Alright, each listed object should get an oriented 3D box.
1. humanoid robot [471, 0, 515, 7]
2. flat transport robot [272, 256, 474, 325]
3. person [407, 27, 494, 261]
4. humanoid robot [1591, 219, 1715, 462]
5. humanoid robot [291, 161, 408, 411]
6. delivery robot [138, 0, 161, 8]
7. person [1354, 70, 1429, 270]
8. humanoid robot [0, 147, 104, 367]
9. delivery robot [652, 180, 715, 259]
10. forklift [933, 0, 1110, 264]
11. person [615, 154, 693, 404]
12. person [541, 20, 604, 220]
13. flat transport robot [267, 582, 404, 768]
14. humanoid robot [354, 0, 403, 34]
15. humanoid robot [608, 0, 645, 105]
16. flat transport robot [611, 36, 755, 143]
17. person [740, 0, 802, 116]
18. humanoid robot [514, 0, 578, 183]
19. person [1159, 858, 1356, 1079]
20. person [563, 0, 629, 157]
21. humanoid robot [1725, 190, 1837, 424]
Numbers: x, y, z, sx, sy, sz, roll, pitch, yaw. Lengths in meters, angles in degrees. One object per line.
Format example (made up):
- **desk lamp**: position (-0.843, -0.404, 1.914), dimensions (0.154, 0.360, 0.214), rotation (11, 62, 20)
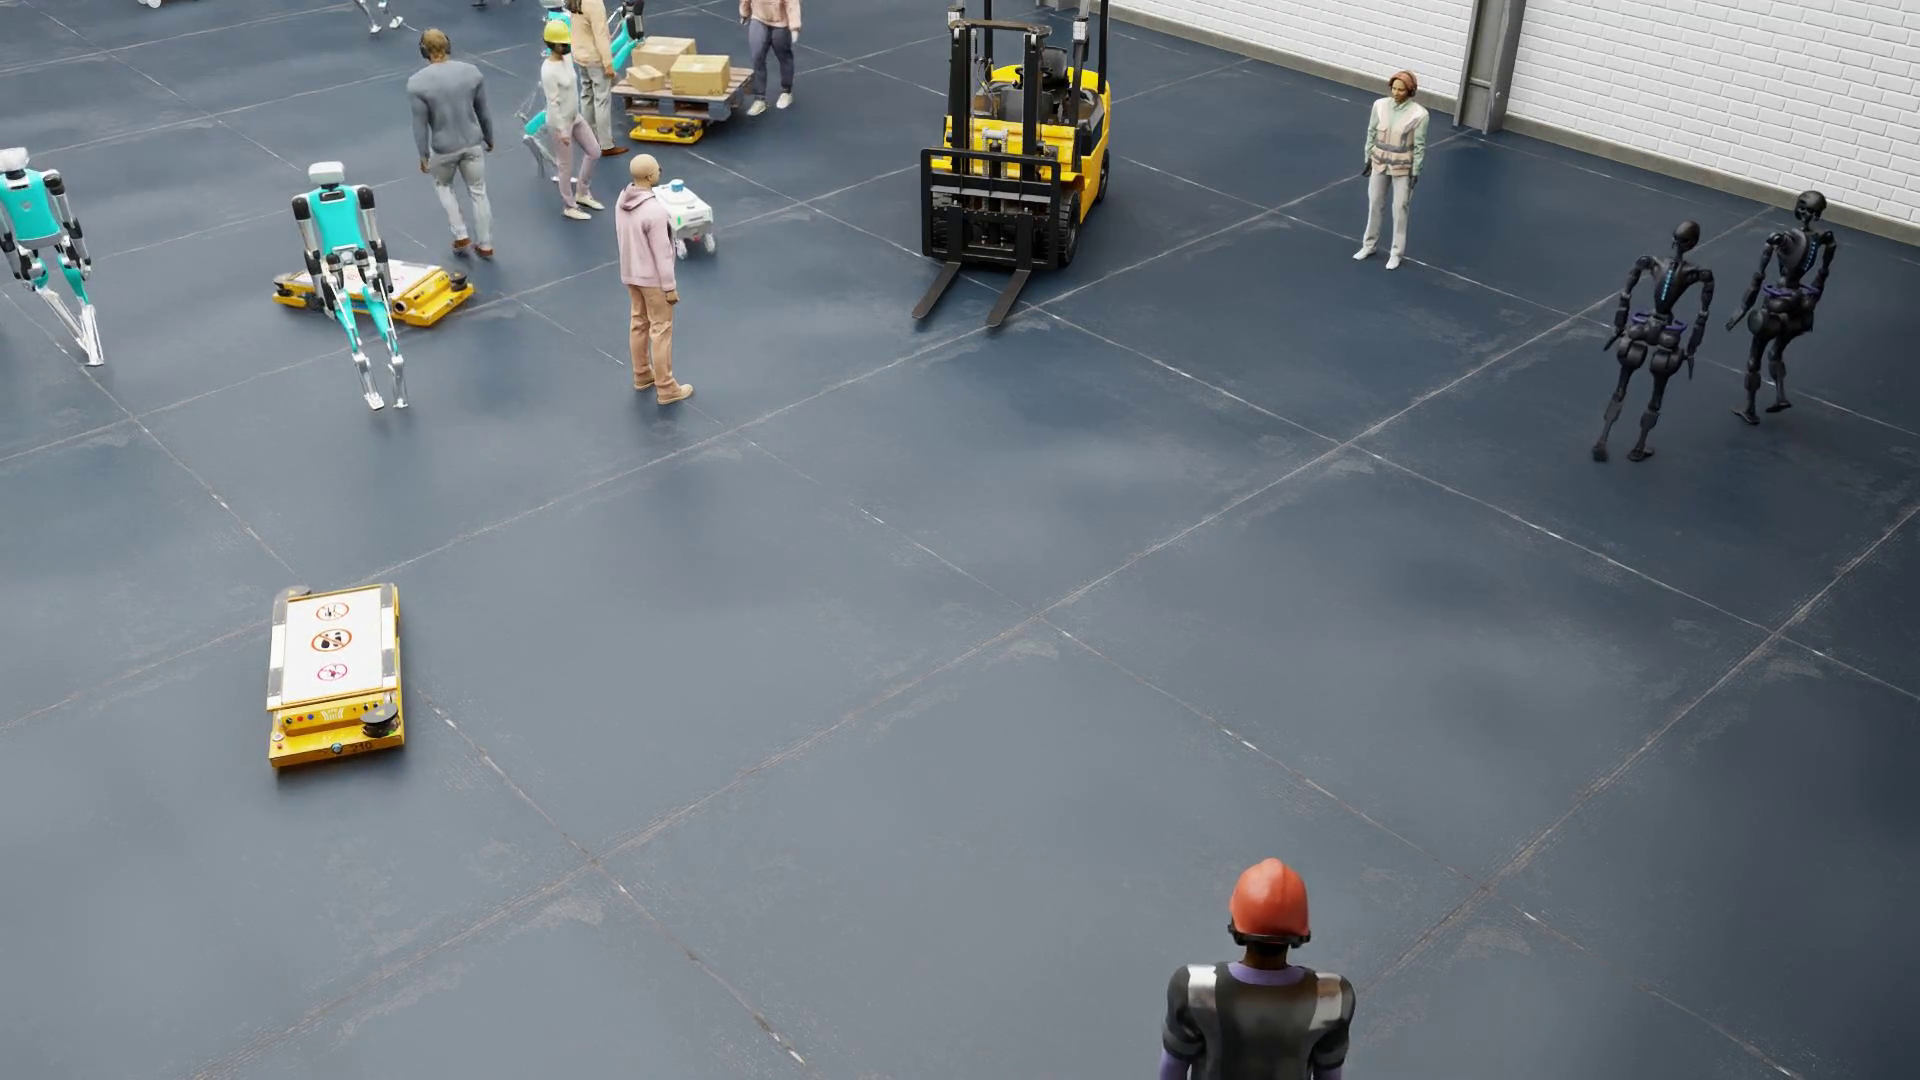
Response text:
- **humanoid robot**: position (-5.700, -7.263, 20.067), dimensions (0.608, 1.634, 0.691), rotation (9, 34, 13)
- **flat transport robot**: position (-4.683, -2.007, 13.258), dimensions (1.431, 0.231, 0.659), rotation (10, 34, 15)
- **person**: position (-4.137, -3.232, 13.630), dimensions (0.672, 1.915, 0.534), rotation (-19, 38, -27)
- **humanoid robot**: position (4.510, -1.282, 10.864), dimensions (0.590, 1.654, 0.419), rotation (18, 37, 25)
- **humanoid robot**: position (-4.101, -1.616, 11.326), dimensions (0.540, 1.762, 0.842), rotation (-14, 35, -20)
- **delivery robot**: position (-9.788, -6.933, 20.584), dimensions (0.499, 0.614, 0.791), rotation (25, 41, 33)
- **person**: position (3.527, -3.025, 13.575), dimensions (0.516, 1.633, 0.316), rotation (25, 41, 33)
- **humanoid robot**: position (-6.555, -2.052, 11.959), dimensions (0.554, 1.718, 0.957), rotation (-15, 36, -21)
- **delivery robot**: position (-2.396, -2.768, 14.181), dimensions (0.499, 0.612, 0.816), rotation (-19, 37, -26)
- **forklift**: position (0.570, -3.725, 14.138), dimensions (1.214, 2.155, 2.313), rotation (9, 34, 13)
- **person**: position (-2.173, -1.810, 11.577), dimensions (0.408, 1.775, 0.526), rotation (-27, 41, -35)
- **person**: position (-3.339, -3.605, 14.349), dimensions (0.444, 1.751, 0.539), rotation (8, 34, 12)
- **flat transport robot**: position (-3.417, 0.684, 9.122), dimensions (0.659, 0.231, 1.431), rotation (-9, 34, -14)
- **humanoid robot**: position (-6.756, -6.622, 19.003), dimensions (0.543, 1.760, 0.935), rotation (-1, 33, -2)
- **humanoid robot**: position (-3.452, -5.148, 16.729), dimensions (0.711, 1.786, 0.541), rotation (-13, 35, -19)
- **flat transport robot**: position (-2.773, -4.348, 16.856), dimensions (0.659, 0.231, 1.431), rotation (7, 34, 11)
- **person**: position (-1.936, -5.197, 16.715), dimensions (0.789, 1.833, 0.760), rotation (11, 35, 17)
- **humanoid robot**: position (-3.814, -3.999, 15.071), dimensions (0.768, 1.890, 0.553), rotation (-3, 33, -4)
- **person**: position (0.967, 1.892, 5.656), dimensions (0.601, 2.035, 0.413), rotation (2, 33, 3)
- **person**: position (-3.495, -4.576, 15.742), dimensions (0.389, 1.872, 0.568), rotation (-26, 41, -34)
- **humanoid robot**: position (5.566, -1.549, 11.262), dimensions (0.600, 1.651, 0.412), rotation (-5, 33, -8)
